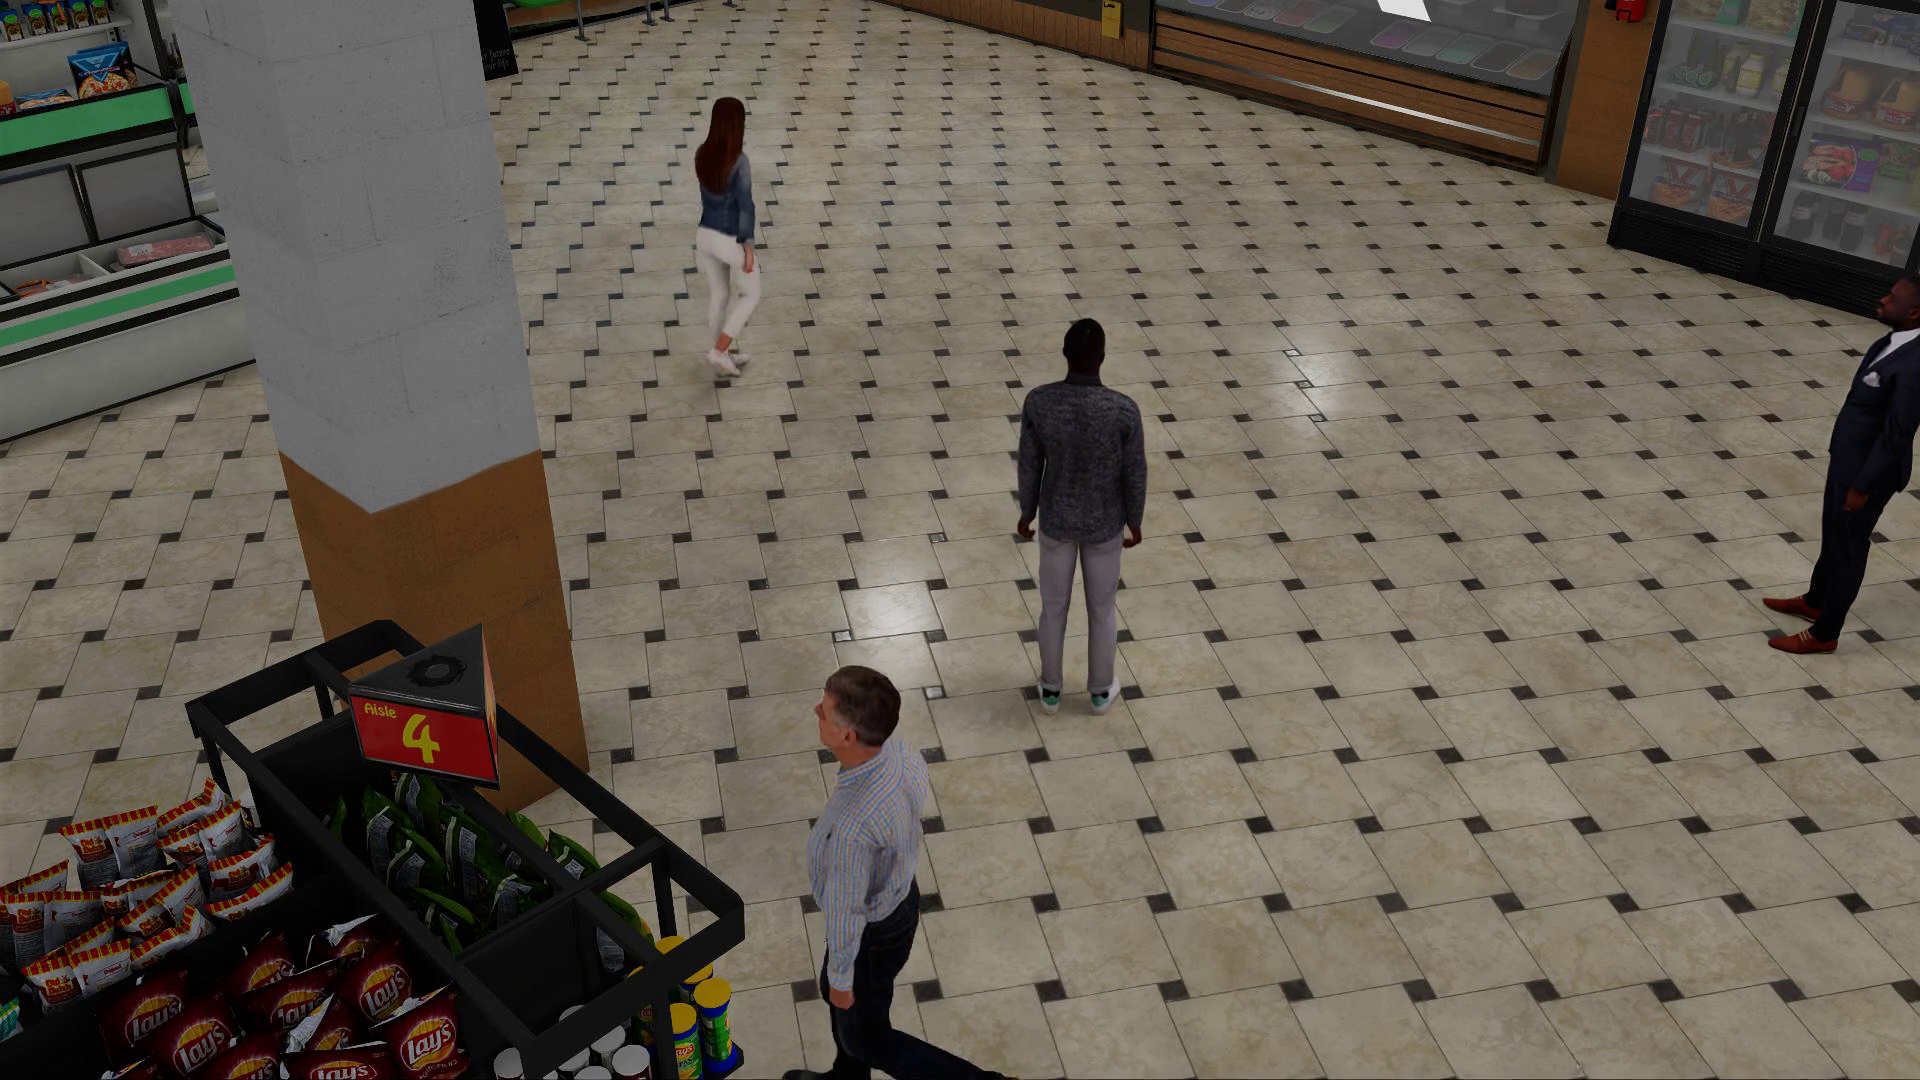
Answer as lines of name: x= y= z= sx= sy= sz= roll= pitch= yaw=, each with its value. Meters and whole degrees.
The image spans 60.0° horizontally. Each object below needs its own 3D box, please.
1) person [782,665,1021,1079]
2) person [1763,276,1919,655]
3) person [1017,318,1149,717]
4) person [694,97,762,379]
person: x=-0.204 y=1.176 z=4.997 sx=1.047 sy=1.798 sz=1.106 roll=8 pitch=33 yaw=13
person: x=4.020 y=-0.327 z=7.388 sx=0.841 sy=1.824 sz=0.703 roll=11 pitch=34 yaw=17
person: x=0.500 y=-0.073 z=6.966 sx=0.764 sy=1.837 sz=0.771 roll=5 pitch=32 yaw=8
person: x=-1.442 y=-1.711 z=9.746 sx=0.667 sy=1.681 sz=0.776 roll=23 pitch=39 yaw=32
